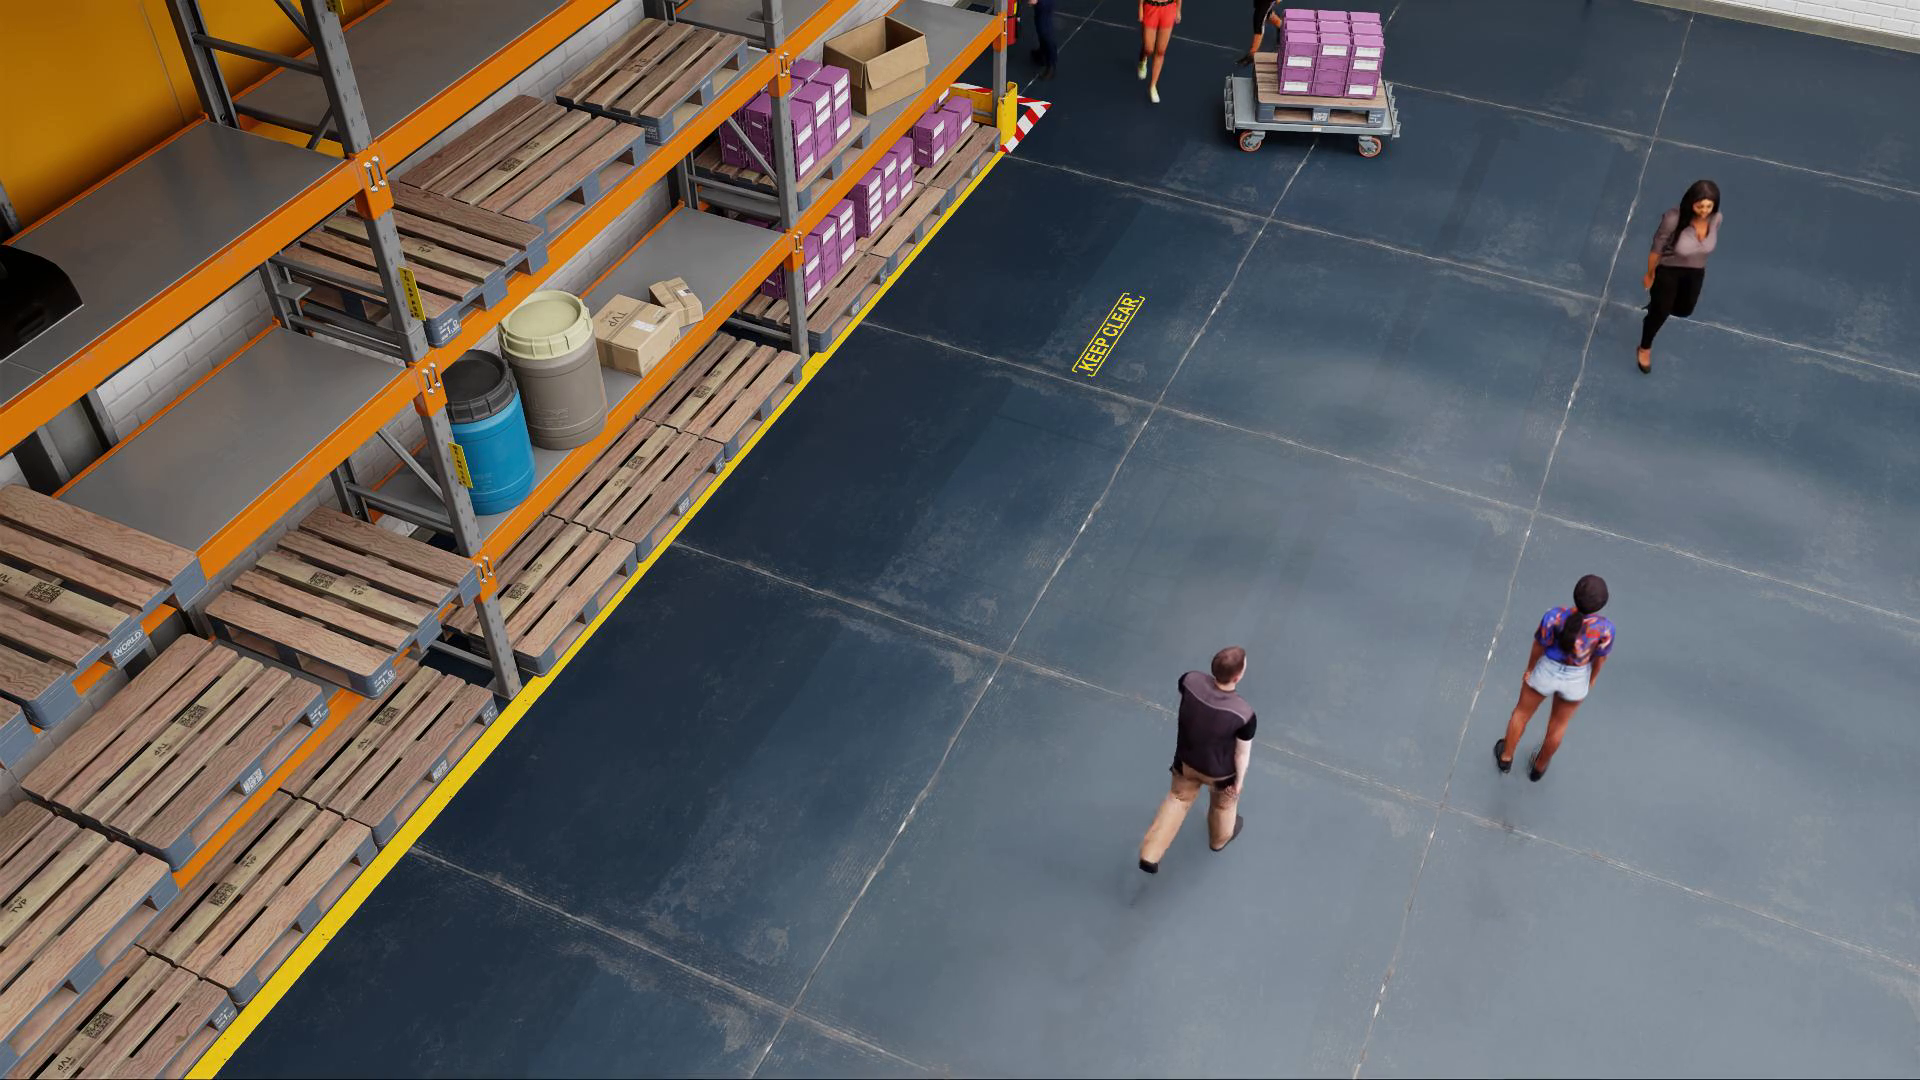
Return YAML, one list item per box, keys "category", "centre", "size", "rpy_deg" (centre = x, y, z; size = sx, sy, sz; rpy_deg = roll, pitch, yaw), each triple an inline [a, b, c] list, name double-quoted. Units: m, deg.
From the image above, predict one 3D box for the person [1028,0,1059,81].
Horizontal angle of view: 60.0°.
- category: "person"
  centre: [0.851, -5.634, 16.777]
  size: [0.968, 1.853, 0.723]
  rpy_deg: [12, 45, 12]

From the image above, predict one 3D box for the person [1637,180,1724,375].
- category: "person"
  centre: [5.609, -2.159, 13.162]
  size: [0.937, 1.807, 1.050]
  rpy_deg: [-7, 44, -7]

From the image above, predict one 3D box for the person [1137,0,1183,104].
- category: "person"
  centre: [1.952, -5.251, 16.430]
  size: [0.811, 1.777, 0.916]
  rpy_deg: [-6, 44, -6]

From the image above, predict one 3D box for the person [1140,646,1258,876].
- category: "person"
  centre: [1.366, 1.290, 9.533]
  size: [0.839, 1.819, 1.117]
  rpy_deg: [30, 51, 28]

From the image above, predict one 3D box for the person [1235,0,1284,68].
- category: "person"
  centre: [3.195, -5.695, 16.999]
  size: [1.123, 1.635, 0.941]
  rpy_deg: [-27, 50, -26]

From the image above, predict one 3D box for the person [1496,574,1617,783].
- category: "person"
  centre: [3.615, 0.864, 10.035]
  size: [0.593, 1.743, 0.554]
  rpy_deg: [16, 46, 16]
